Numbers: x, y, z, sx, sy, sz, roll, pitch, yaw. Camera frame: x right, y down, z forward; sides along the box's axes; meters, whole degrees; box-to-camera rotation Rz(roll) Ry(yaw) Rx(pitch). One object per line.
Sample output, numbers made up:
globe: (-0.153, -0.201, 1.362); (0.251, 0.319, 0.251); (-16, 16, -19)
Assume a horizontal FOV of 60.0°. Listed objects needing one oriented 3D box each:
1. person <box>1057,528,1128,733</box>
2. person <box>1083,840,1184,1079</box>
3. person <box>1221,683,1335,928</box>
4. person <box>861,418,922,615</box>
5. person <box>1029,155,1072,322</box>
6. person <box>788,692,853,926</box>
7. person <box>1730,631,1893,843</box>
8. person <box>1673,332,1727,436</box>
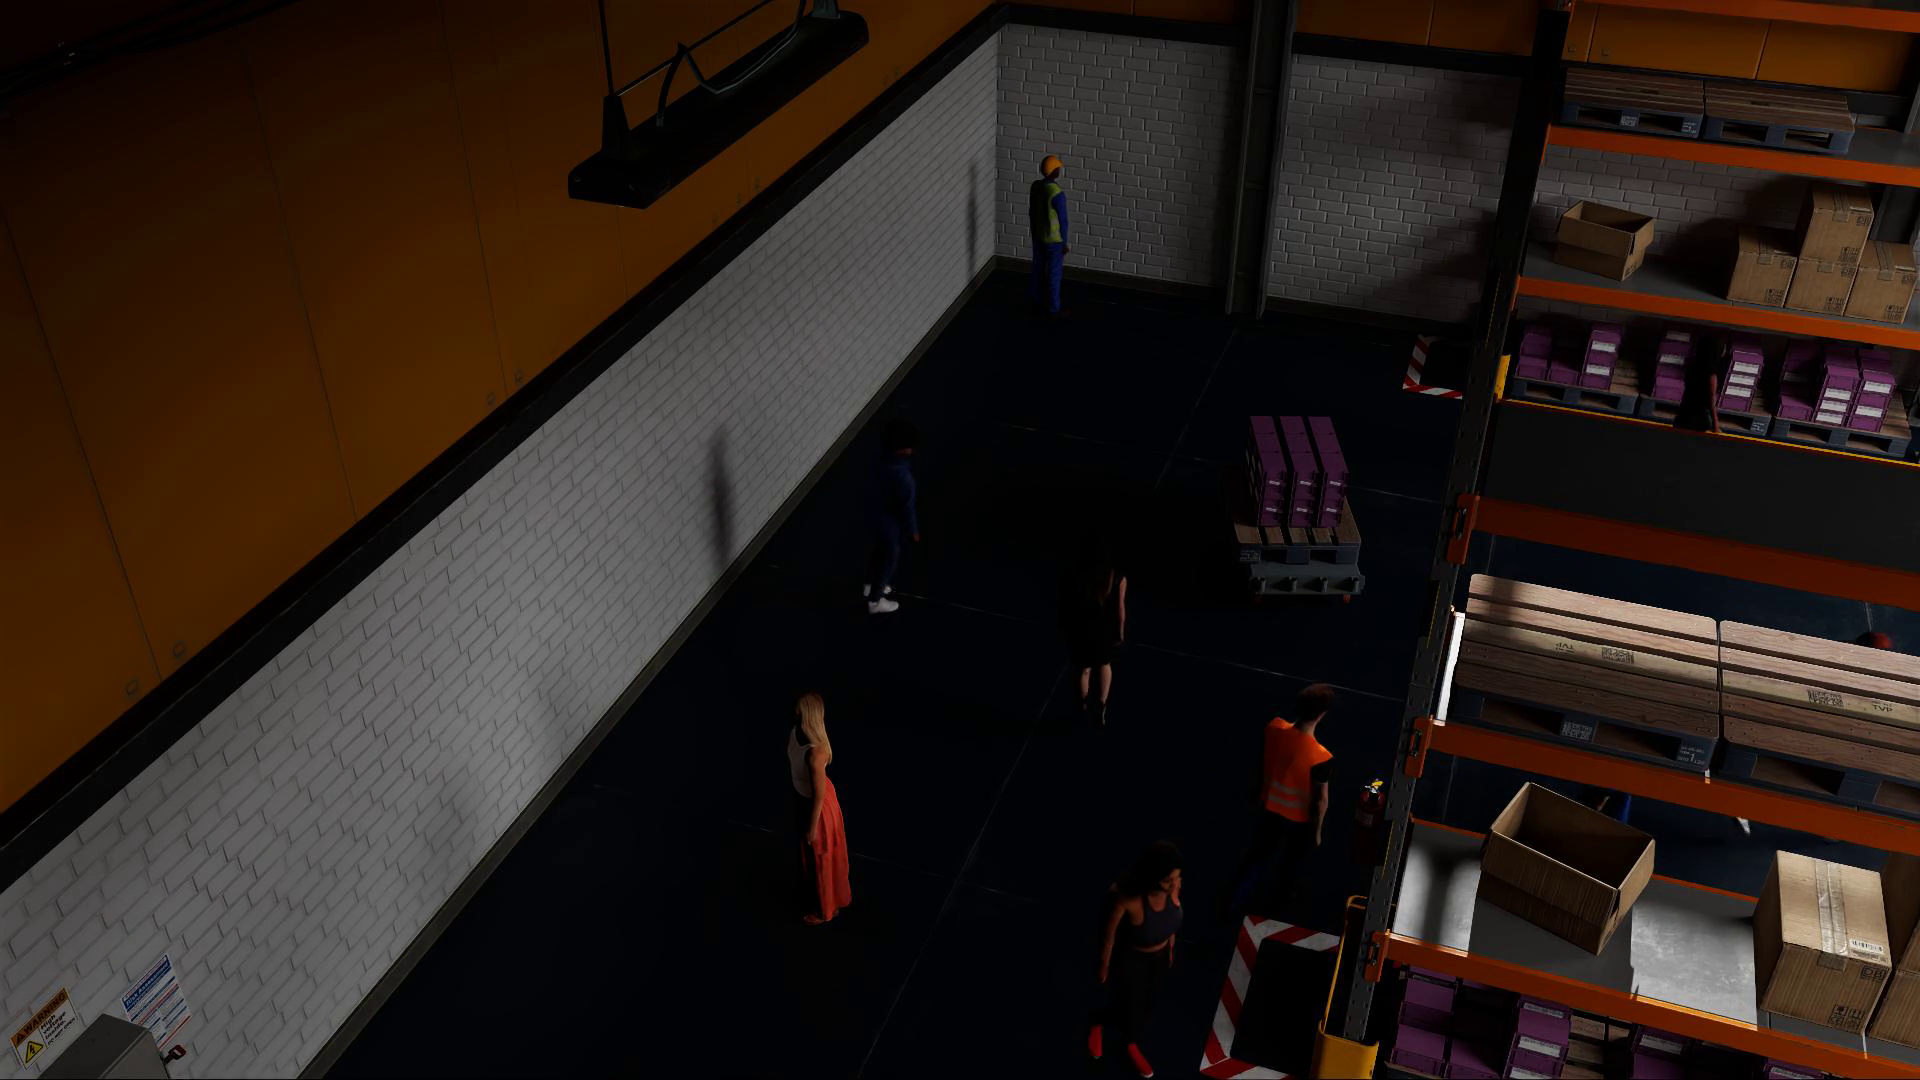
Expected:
person: (0.934, 0.722, 11.954); (0.734, 1.705, 0.808); (1, 34, 2)
person: (0.964, 2.304, 9.491); (0.851, 1.796, 0.916); (-21, 39, -28)
person: (1.993, 1.711, 10.324); (1.047, 1.862, 1.089); (-27, 42, -34)
person: (-0.631, -0.165, 13.219); (0.911, 1.781, 0.835); (-27, 42, -34)
person: (0.941, -3.251, 17.834); (0.812, 1.813, 0.686); (-28, 43, -35)
person: (-0.910, 1.666, 10.445); (0.767, 1.803, 0.726); (-10, 35, -15)
person: (5.691, 1.351, 10.967); (1.274, 1.749, 0.896); (-1, 34, -1)
person: (6.293, -0.998, 14.553); (1.204, 1.692, 0.804); (4, 34, 6)
